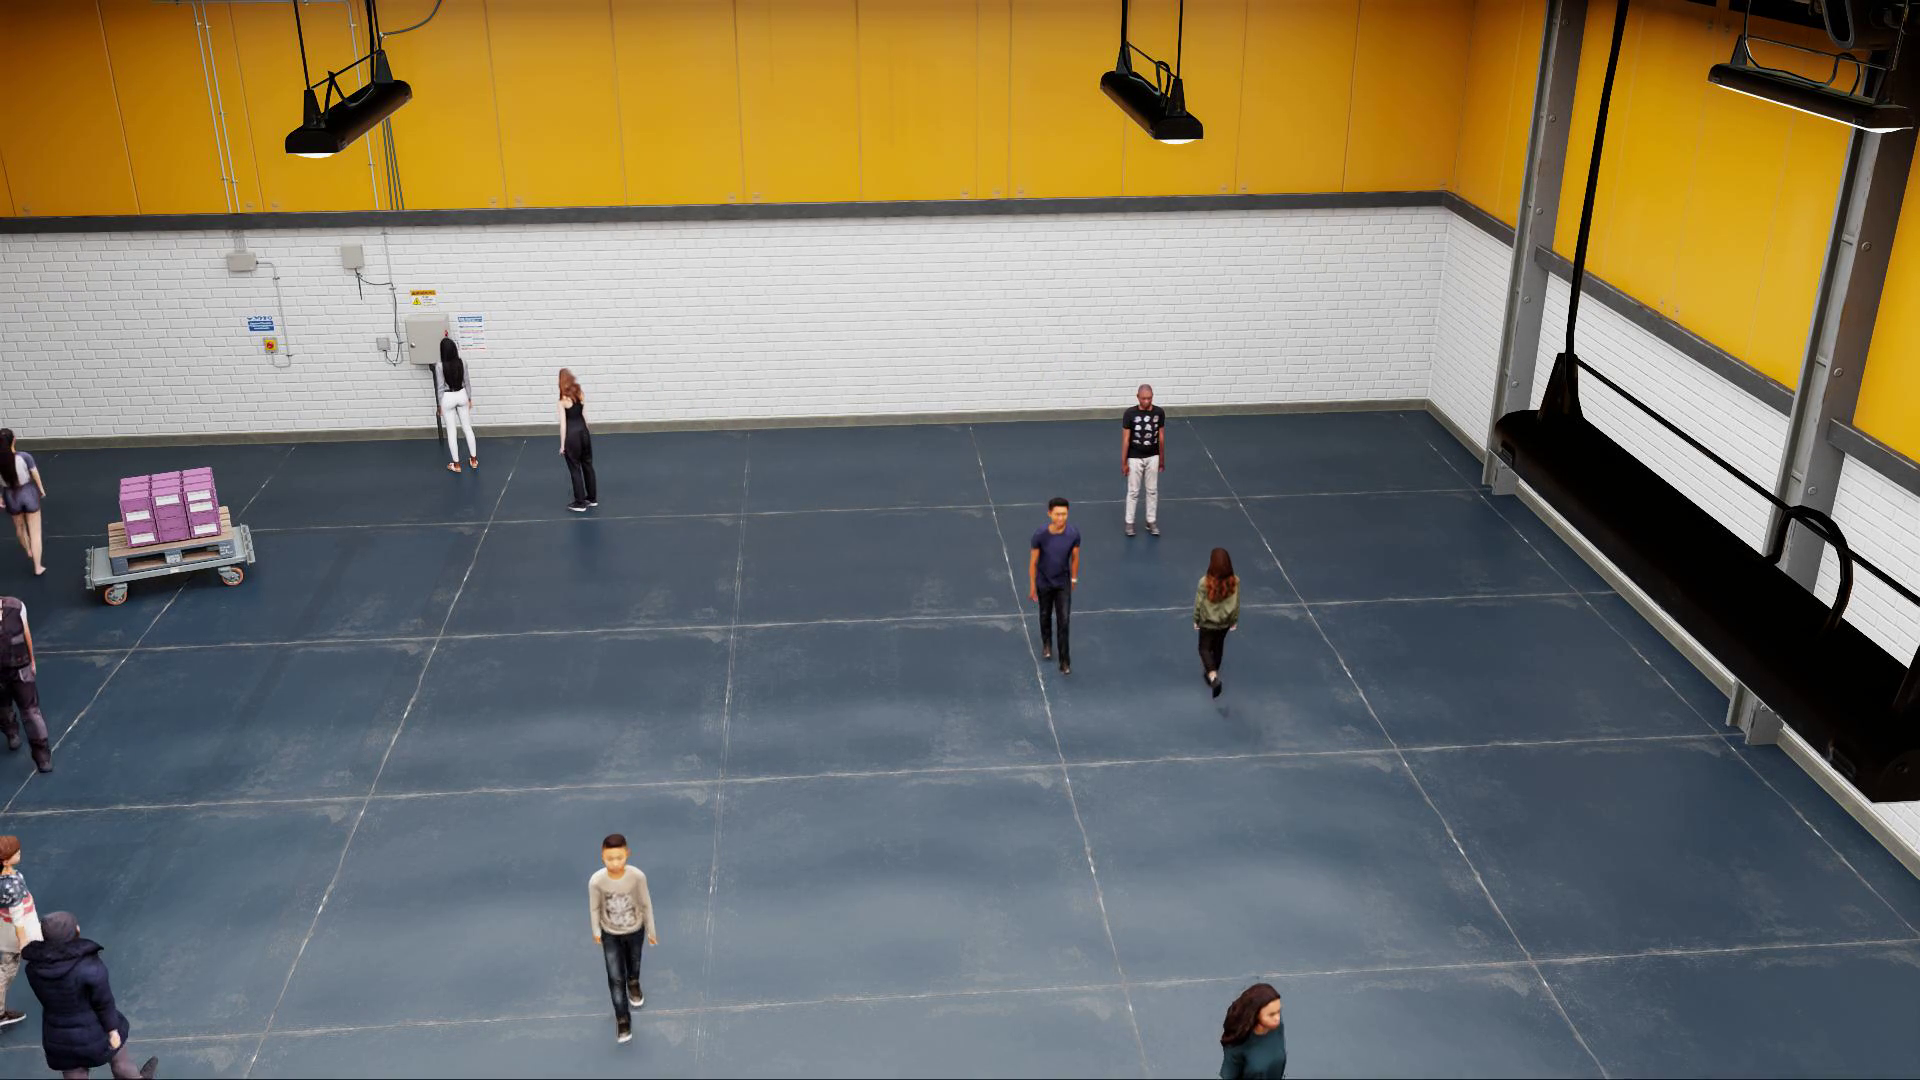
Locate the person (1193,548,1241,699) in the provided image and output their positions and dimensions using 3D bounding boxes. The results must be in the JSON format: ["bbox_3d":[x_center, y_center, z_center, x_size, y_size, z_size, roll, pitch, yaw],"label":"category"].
[{"bbox_3d":[2.405,0.790,15.486,0.608,1.458,0.864,-3,24,-7],"label":"person"}]

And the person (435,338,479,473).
[{"bbox_3d":[-6.346,-1.717,20.890,0.677,1.724,0.696,-18,30,-36],"label":"person"}]

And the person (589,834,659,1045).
[{"bbox_3d":[-2.300,2.611,11.349,0.698,1.435,1.011,-7,25,-16],"label":"person"}]

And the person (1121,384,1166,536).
[{"bbox_3d":[2.090,-0.935,19.003,0.666,1.802,0.618,-4,24,-8],"label":"person"}]

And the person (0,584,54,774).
[{"bbox_3d":[-8.265,1.096,14.361,1.067,1.800,1.299,-17,29,-34],"label":"person"}]

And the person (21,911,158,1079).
[{"bbox_3d":[-5.391,3.032,10.122,0.743,1.647,0.993,1,24,2],"label":"person"}]

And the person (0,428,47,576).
[{"bbox_3d":[-10.143,-0.387,17.970,0.715,1.626,0.975,-7,24,-15],"label":"person"}]

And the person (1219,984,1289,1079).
[{"bbox_3d":[1.652,3.229,9.726,0.711,1.603,0.751,-14,27,-29],"label":"person"}]

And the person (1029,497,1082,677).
[{"bbox_3d":[0.887,0.378,16.062,0.700,1.752,1.058,0,24,1],"label":"person"}]

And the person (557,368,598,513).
[{"bbox_3d":[-4.536,-1.198,19.679,0.710,1.743,0.646,18,29,35],"label":"person"}]

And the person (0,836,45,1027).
[{"bbox_3d":[-6.428,2.670,11.252,0.915,1.405,1.015,17,29,33],"label":"person"}]
